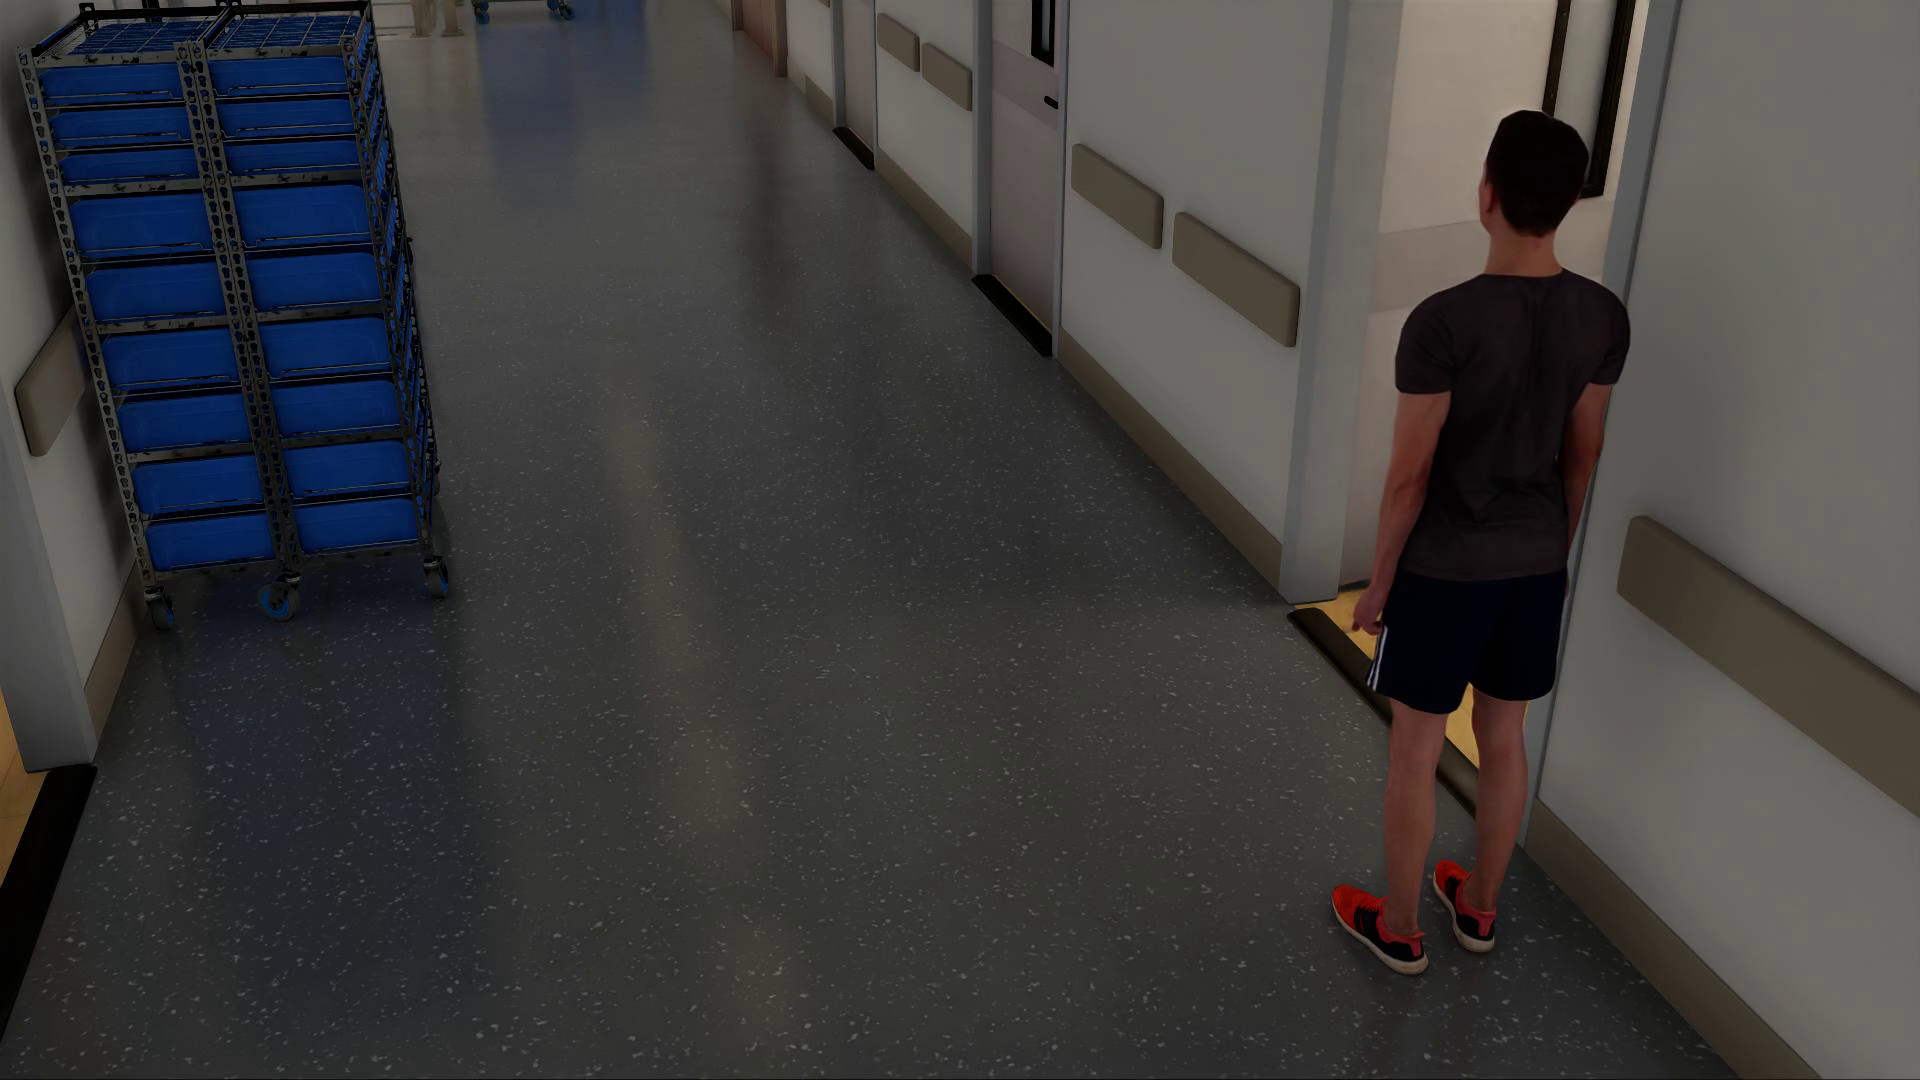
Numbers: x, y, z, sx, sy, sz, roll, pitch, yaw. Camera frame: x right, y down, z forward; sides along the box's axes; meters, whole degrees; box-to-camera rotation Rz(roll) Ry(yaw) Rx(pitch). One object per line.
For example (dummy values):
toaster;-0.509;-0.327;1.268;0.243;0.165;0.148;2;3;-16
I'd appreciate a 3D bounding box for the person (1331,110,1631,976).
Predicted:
person;1.057;0.066;3.401;0.637;1.853;0.532;-7;27;-14
